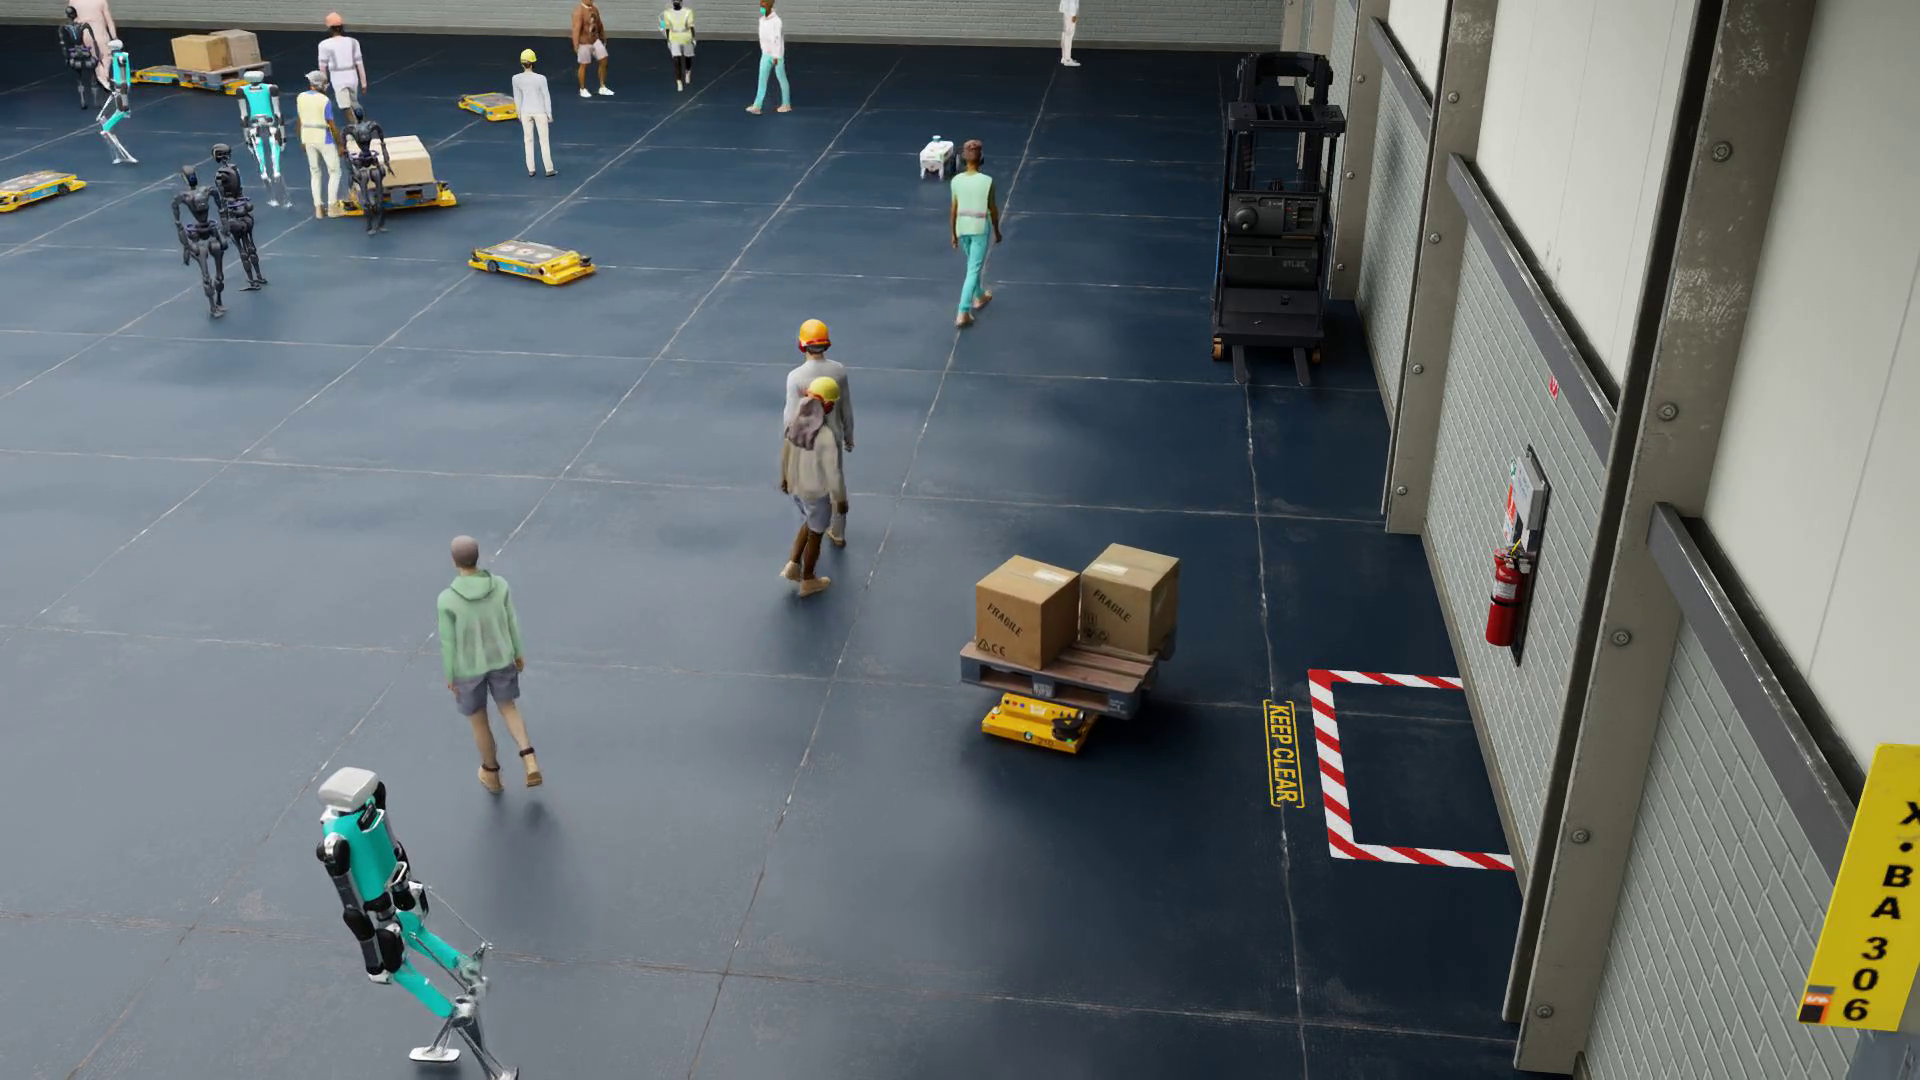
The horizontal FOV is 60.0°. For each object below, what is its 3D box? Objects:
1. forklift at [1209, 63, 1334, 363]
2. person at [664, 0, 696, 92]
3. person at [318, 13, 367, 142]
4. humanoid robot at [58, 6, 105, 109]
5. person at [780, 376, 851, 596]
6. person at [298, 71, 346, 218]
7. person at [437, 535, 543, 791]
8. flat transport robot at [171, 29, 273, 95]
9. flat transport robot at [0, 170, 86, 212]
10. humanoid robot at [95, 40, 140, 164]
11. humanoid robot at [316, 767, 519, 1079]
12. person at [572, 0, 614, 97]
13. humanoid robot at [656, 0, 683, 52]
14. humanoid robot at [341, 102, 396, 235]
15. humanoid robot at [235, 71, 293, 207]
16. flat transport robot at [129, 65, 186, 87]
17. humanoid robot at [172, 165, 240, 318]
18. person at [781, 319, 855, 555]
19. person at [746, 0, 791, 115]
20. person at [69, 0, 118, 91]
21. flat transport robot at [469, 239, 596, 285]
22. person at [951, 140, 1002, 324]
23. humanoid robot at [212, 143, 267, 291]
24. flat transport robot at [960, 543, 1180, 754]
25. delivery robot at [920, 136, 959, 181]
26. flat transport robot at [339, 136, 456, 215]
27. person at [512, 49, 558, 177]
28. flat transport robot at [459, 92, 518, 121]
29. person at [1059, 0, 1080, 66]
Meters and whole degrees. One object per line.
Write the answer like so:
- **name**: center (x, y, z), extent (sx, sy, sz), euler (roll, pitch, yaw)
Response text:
- **forklift**: center (3.241, -3.477, 17.183), extent (1.129, 2.768, 1.873), euler (3, 27, 6)
- **person**: center (-4.872, -8.725, 28.988), extent (0.531, 1.669, 0.738), euler (-5, 27, -9)
- **person**: center (-9.235, -6.858, 24.921), extent (1.038, 1.991, 0.616), euler (24, 35, 39)
- **humanoid robot**: center (-14.478, -7.961, 27.448), extent (0.586, 1.649, 0.368), euler (-7, 28, -15)
- **person**: center (-1.071, -0.382, 12.266), extent (0.445, 1.729, 0.572), euler (-22, 34, -37)
- **person**: center (-8.307, -5.117, 21.581), extent (0.587, 1.864, 0.424), euler (6, 27, 13)
- **person**: center (-2.816, 0.788, 9.934), extent (0.477, 1.732, 0.510), euler (-18, 32, -32)
- **flat transport robot**: center (-12.857, -7.994, 29.097), extent (1.431, 0.231, 0.659), euler (16, 31, 28)
- **flat transport robot**: center (-12.701, -4.748, 22.616), extent (0.659, 0.231, 1.431), euler (9, 28, 17)
- **humanoid robot**: center (-12.279, -6.283, 24.026), extent (0.771, 1.773, 0.563), euler (-15, 30, -27)
- **humanoid robot**: center (-2.441, 1.894, 7.810), extent (0.845, 1.866, 0.552), euler (2, 27, 4)
- **person**: center (-6.242, -8.456, 28.270), extent (0.715, 1.825, 0.865), euler (17, 31, 30)
- **humanoid robot**: center (-5.521, -10.157, 31.627), extent (0.735, 1.677, 0.533), euler (-7, 28, -14)
- **humanoid robot**: center (-7.433, -4.685, 20.925), extent (0.592, 1.644, 0.317), euler (-19, 32, -33)
- **humanoid robot**: center (-9.187, -5.253, 21.994), extent (0.543, 1.773, 0.765), euler (-9, 28, -17)
- **flat transport robot**: center (-14.036, -8.270, 29.649), extent (1.431, 0.231, 0.659), euler (8, 28, 15)
- **humanoid robot**: center (-8.145, -3.245, 18.072), extent (0.646, 1.643, 0.609), euler (22, 34, 37)
- **person**: center (-1.108, -0.794, 12.928), extent (0.598, 1.886, 0.409), euler (-17, 31, -31)
- **person**: center (-3.111, -7.850, 27.022), extent (0.507, 1.868, 0.970), euler (17, 31, 31)
- **person**: center (-14.987, -8.740, 28.792), extent (0.674, 1.869, 0.698), euler (-2, 27, -5)
- **flat transport robot**: center (-5.084, -3.303, 19.732), extent (1.431, 0.231, 0.659), euler (16, 31, 28)
- **person**: center (0.141, -3.343, 17.974), extent (0.485, 1.931, 1.032), euler (13, 30, 25)
- **humanoid robot**: center (-8.219, -3.672, 18.882), extent (0.315, 1.657, 0.599), euler (1, 27, 1)
- **flat transport robot**: center (0.723, 0.946, 11.250), extent (0.659, 0.231, 1.431), euler (11, 29, 21)
- **delivery robot**: center (-0.323, -5.462, 23.709), extent (0.499, 0.581, 0.767), euler (6, 27, 12)
- **flat transport robot**: center (-7.539, -4.571, 22.264), extent (1.431, 0.231, 0.659), euler (-12, 29, -22)
- **person**: center (-6.009, -6.017, 23.478), extent (0.522, 1.768, 0.311), euler (2, 27, 5)
- **flat transport robot**: center (-7.667, -7.142, 27.397), extent (0.659, 0.231, 1.431), euler (-19, 32, -33)
- **person**: center (2.035, -9.785, 30.880), extent (0.400, 1.877, 0.499), euler (-3, 27, -6)
